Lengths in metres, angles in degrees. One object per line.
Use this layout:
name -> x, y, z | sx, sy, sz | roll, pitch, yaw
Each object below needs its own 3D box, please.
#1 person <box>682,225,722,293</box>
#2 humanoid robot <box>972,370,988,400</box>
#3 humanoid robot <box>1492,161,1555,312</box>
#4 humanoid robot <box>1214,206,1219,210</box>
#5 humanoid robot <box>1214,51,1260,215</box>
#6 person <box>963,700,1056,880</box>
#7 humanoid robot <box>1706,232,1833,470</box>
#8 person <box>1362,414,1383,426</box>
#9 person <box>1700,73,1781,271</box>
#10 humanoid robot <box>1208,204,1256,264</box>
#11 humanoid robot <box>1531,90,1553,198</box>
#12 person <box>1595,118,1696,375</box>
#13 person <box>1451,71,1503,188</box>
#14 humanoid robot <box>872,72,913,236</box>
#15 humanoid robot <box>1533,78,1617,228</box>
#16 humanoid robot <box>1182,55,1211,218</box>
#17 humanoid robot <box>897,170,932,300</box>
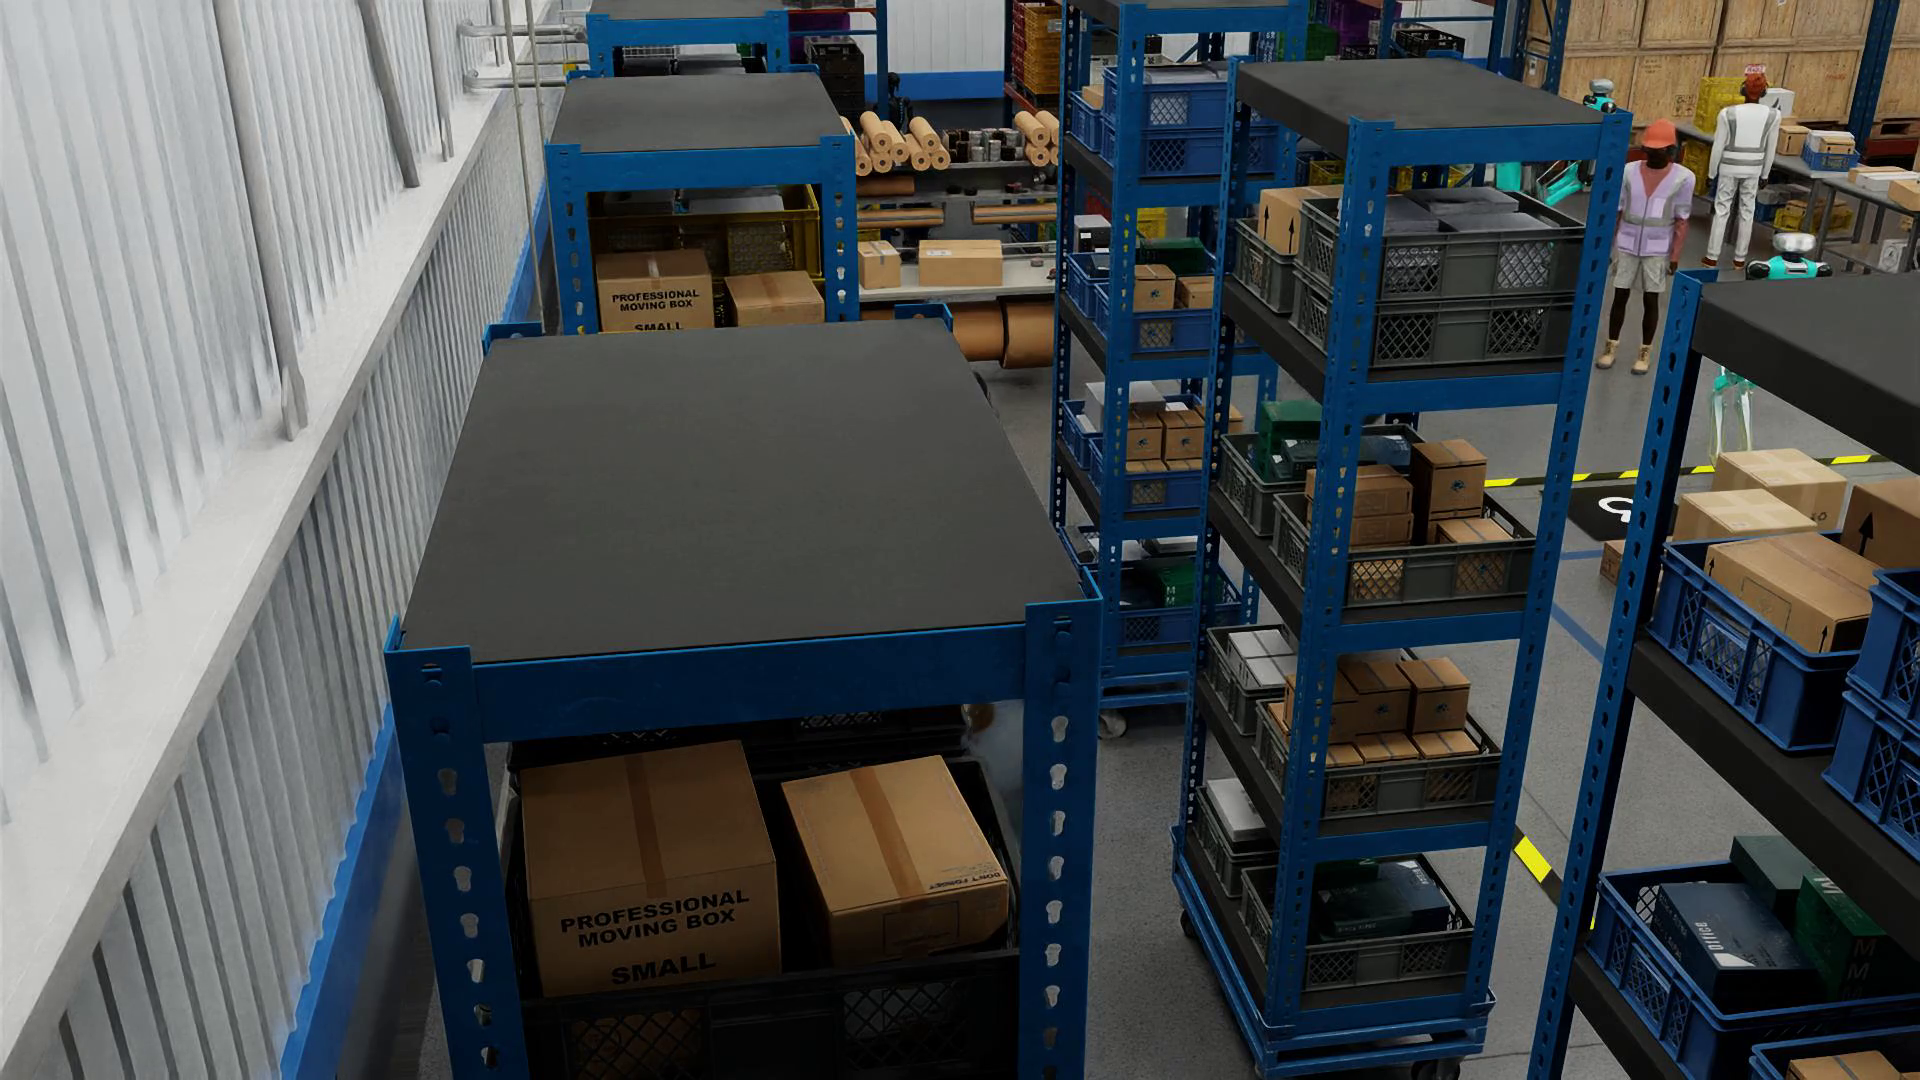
person -> -1.757, -1.355, 11.378 | 0.431, 1.835, 0.620 | -13, 28, -26
humanoid robot -> -0.017, -0.394, 9.480 | 0.611, 1.638, 0.575 | -13, 28, -27
humanoid robot -> 4.980, -2.778, 14.613 | 0.843, 1.803, 0.553 | -7, 26, -14
humanoid robot -> 2.822, -4.480, 18.340 | 0.315, 1.653, 0.599 | -22, 33, -39
humanoid robot -> 3.185, -4.423, 18.197 | 0.888, 1.785, 0.531 | -2, 25, -5
person -> 0.014, 1.144, 5.878 | 0.642, 1.897, 0.896 | -6, 25, -13
humanoid robot -> 5.363, -1.307, 11.221 | 0.533, 1.677, 0.735 | 1, 25, 2
person -> 2.835, -1.388, 11.448 | 0.421, 1.840, 0.590 | -6, 25, -13
person -> 7.527, -3.544, 16.073 | 0.572, 1.882, 0.360 | 6, 25, 13
humanoid robot -> 2.293, -2.542, 14.157 | 0.491, 1.644, 0.600 | -18, 30, -34
humanoid robot -> 5.667, -3.668, 16.614 | 0.612, 1.645, 0.382 | -11, 27, -22
person -> 5.438, -2.326, 13.251 | 0.608, 2.038, 0.398 | 16, 29, 30
person -> 4.983, -3.503, 15.906 | 0.610, 1.945, 0.403 | -7, 26, -15
humanoid robot -> -0.692, -4.034, 17.364 | 0.599, 1.657, 0.315 | -21, 32, -37
humanoid robot -> 5.984, -3.685, 16.434 | 0.739, 1.689, 0.531 | -2, 25, -4
humanoid robot -> 2.635, -4.378, 18.028 | 0.542, 1.774, 0.667 | 7, 26, 15
humanoid robot -> -0.296, -2.191, 13.385 | 0.424, 1.646, 0.609 | 8, 26, 16
